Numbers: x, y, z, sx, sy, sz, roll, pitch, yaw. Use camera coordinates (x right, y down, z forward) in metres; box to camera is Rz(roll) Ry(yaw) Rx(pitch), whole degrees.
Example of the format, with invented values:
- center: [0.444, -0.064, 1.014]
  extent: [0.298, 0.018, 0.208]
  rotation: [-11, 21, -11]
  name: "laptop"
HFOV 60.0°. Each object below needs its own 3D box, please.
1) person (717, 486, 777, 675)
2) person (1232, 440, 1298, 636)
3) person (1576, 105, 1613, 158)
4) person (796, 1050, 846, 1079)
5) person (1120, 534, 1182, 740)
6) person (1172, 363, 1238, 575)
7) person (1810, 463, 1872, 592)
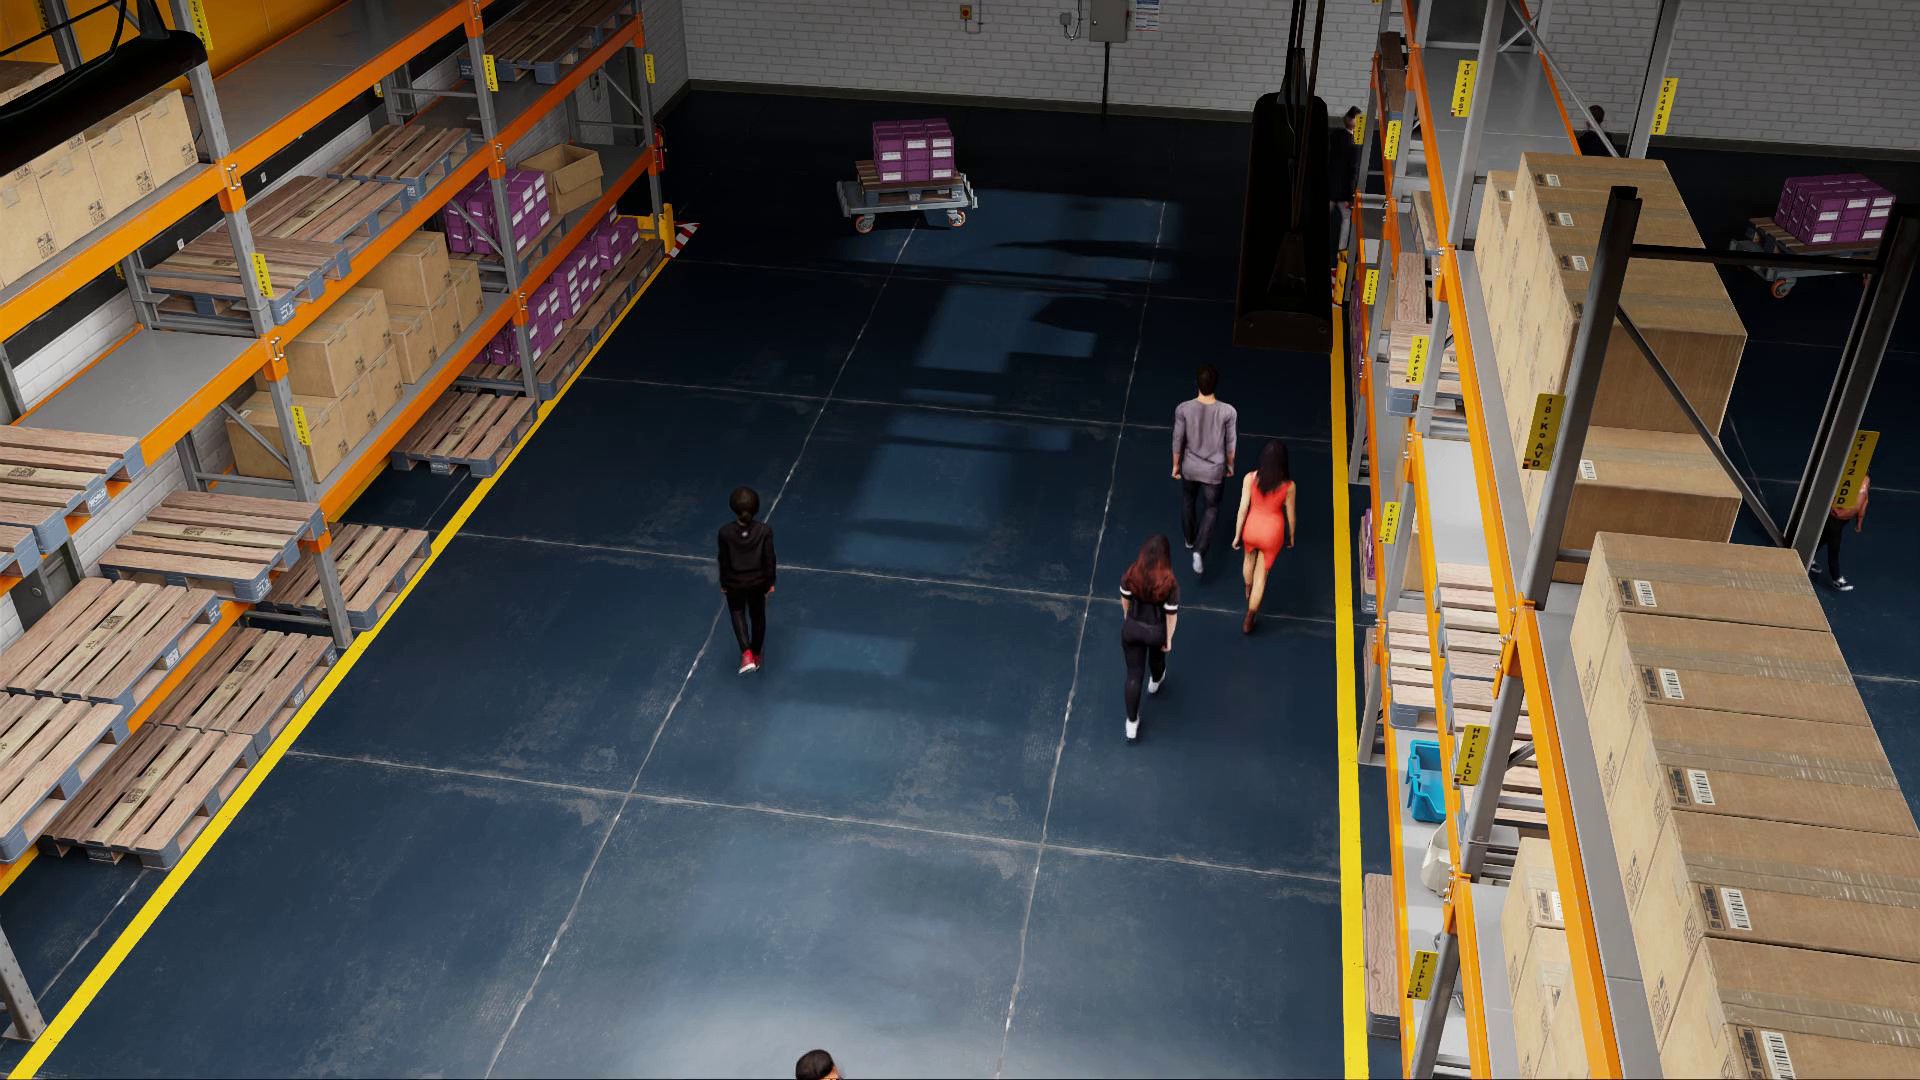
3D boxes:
- center: [-1.619, 0.359, 12.699]
  extent: [0.736, 1.662, 0.855]
  rotation: [-5, 34, -7]
  name: "person"
- center: [2.385, 0.021, 13.181]
  extent: [0.711, 1.692, 0.957]
  rotation: [11, 35, 15]
  name: "person"
- center: [7.290, -4.102, 19.306]
  extent: [0.915, 1.777, 1.250]
  rotation: [-5, 34, -8]
  name: "person"
- center: [-0.701, 3.185, 8.329]
  extent: [0.771, 1.793, 0.608]
  rotation: [19, 38, 26]
  name: "person"
- center: [1.343, 0.725, 12.214]
  extent: [0.689, 1.590, 1.108]
  rotation: [9, 35, 14]
  name: "person"
- center: [2.037, -0.583, 13.968]
  extent: [0.776, 1.827, 1.061]
  rotation: [10, 35, 14]
  name: "person"
- center: [7.353, -0.236, 13.988]
  extent: [0.767, 1.226, 0.944]
  rotation: [-9, 35, -13]
  name: "person"
